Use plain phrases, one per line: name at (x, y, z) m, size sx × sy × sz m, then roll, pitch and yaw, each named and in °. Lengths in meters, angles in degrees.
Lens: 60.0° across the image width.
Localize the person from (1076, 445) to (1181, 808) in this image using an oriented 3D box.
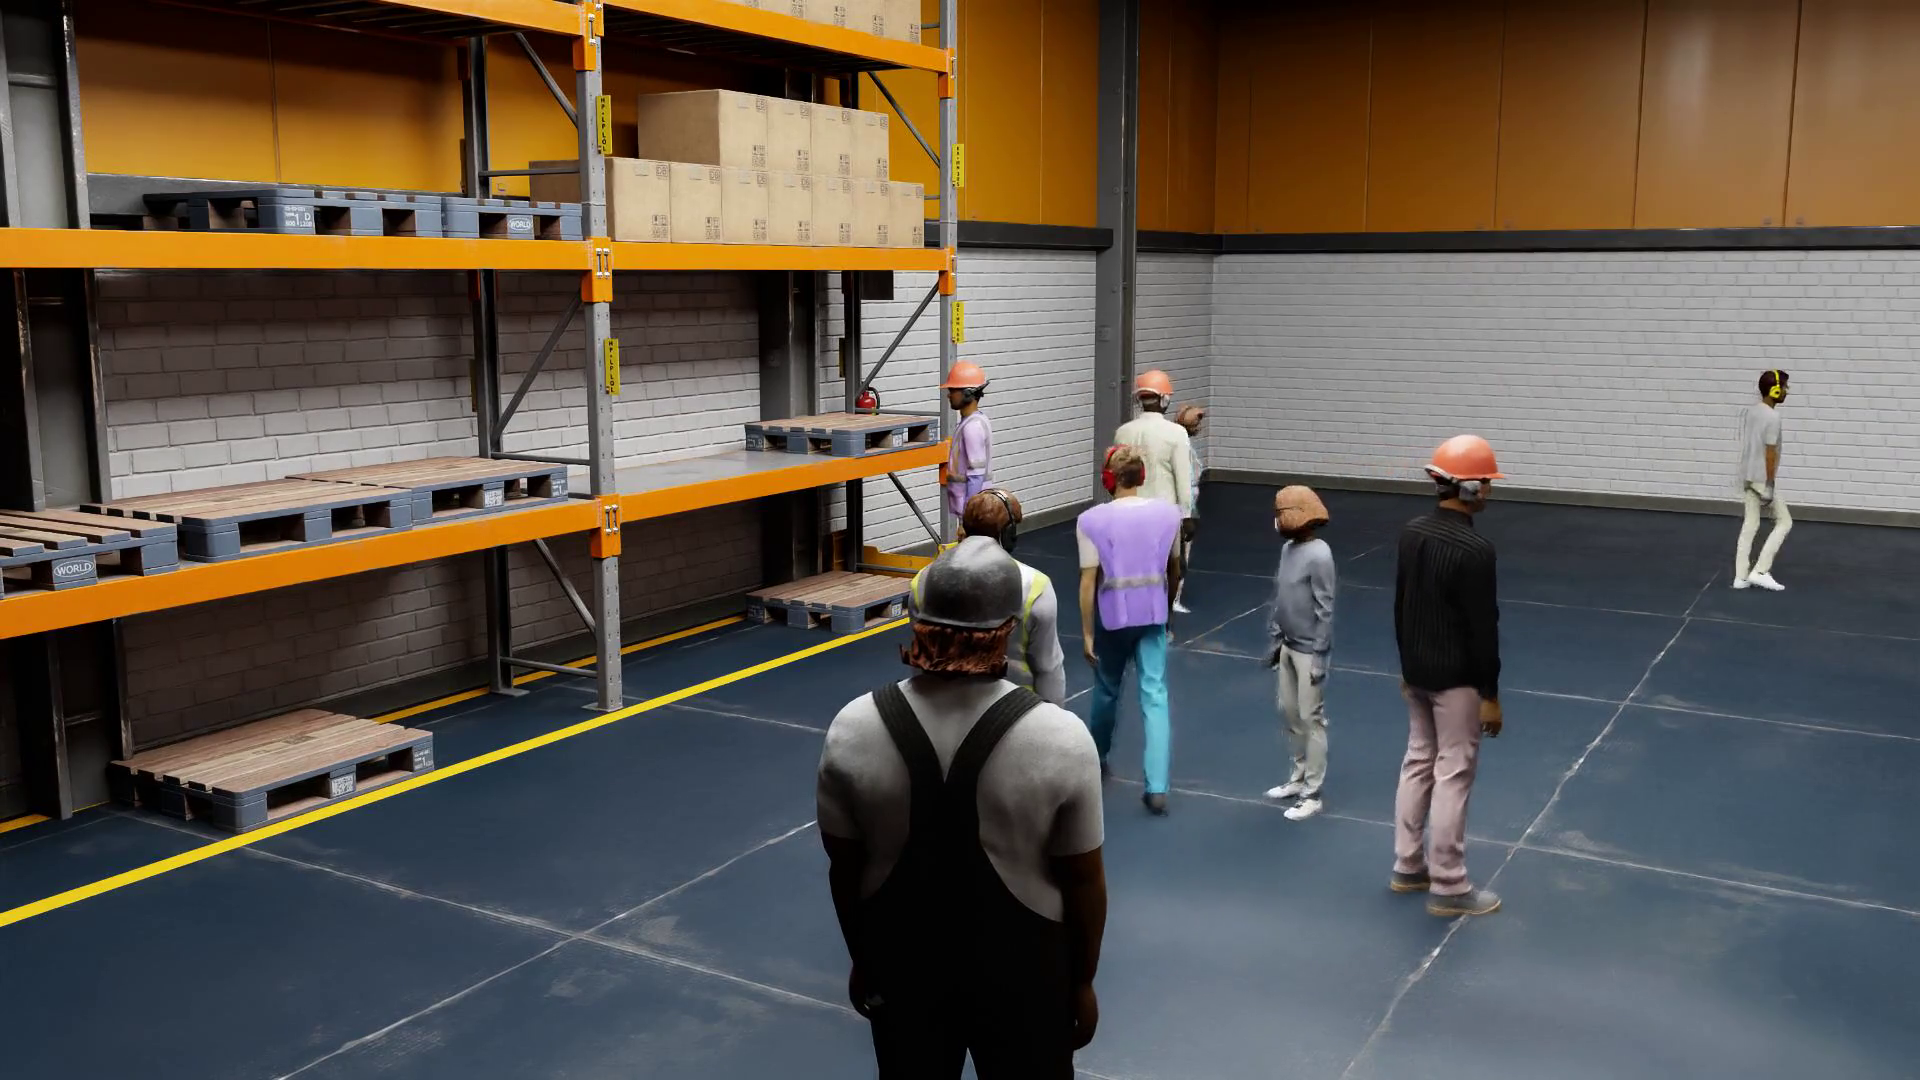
person at (0.851, 0.413, 8.439) m, size 0.579 × 1.788 × 1.015 m, roll -2°, pitch 9°, yaw -10°

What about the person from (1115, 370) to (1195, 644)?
person at (1.323, -0.192, 11.594) m, size 0.635 × 1.980 × 0.624 m, roll 8°, pitch 12°, yaw 42°

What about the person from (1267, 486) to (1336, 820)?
person at (1.690, 0.547, 8.148) m, size 0.354 × 1.614 × 0.535 m, roll -2°, pitch 9°, yaw -13°

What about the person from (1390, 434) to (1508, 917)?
person at (2.033, 0.556, 6.893) m, size 0.394 × 1.991 × 0.623 m, roll -2°, pitch 9°, yaw -15°

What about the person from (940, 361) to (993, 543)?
person at (0.047, -0.213, 11.541) m, size 0.373 × 2.044 × 0.606 m, roll 0°, pitch 9°, yaw 0°

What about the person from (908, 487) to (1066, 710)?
person at (0.123, 0.715, 6.381) m, size 0.629 × 1.843 × 0.429 m, roll 5°, pitch 10°, yaw 27°

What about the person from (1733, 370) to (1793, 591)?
person at (6.740, -0.492, 13.900) m, size 0.495 × 1.854 × 0.512 m, roll -1°, pitch 9°, yaw -6°

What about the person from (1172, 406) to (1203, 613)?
person at (1.753, -0.253, 13.206) m, size 0.314 × 1.629 × 0.660 m, roll 1°, pitch 9°, yaw 7°
